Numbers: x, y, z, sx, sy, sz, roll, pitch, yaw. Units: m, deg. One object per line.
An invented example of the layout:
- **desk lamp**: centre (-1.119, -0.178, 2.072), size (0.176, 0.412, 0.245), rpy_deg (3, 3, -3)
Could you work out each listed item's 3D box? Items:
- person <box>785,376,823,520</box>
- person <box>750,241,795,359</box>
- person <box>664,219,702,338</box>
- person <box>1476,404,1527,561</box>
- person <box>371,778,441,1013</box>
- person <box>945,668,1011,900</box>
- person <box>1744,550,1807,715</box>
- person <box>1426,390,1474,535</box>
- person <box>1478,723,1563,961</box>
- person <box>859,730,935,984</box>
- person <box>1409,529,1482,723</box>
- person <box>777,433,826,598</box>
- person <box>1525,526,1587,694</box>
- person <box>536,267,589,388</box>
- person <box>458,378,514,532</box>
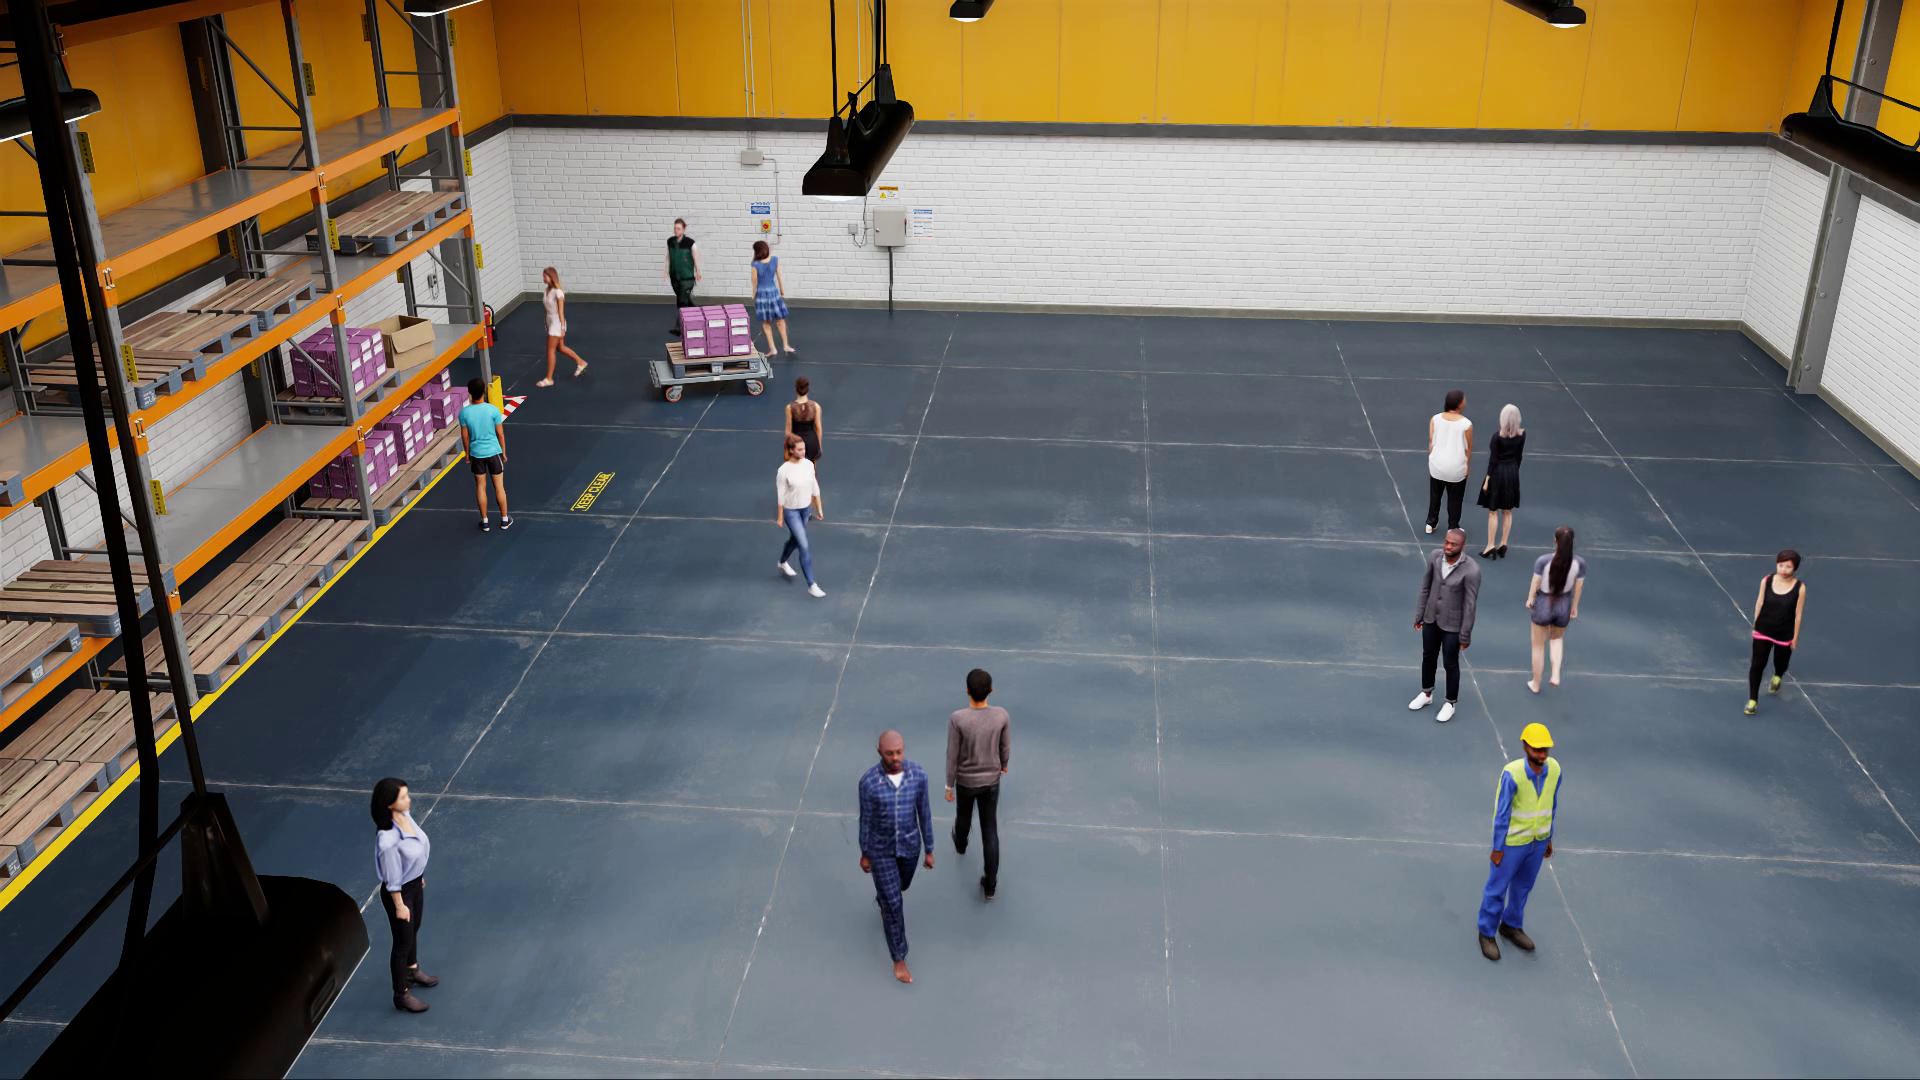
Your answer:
- **person**: centre (-1.778, -1.030, 18.967), size (0.763, 1.652, 0.980), rpy_deg (-5, 24, -11)
- **person**: centre (-2.801, -3.546, 24.557), size (0.851, 1.786, 0.891), rpy_deg (-12, 26, -25)
- **person**: centre (-4.261, -4.079, 25.778), size (0.895, 1.784, 1.253), rpy_deg (10, 25, 21)
- **person**: centre (5.841, -0.632, 17.941), size (0.687, 1.746, 0.695), rpy_deg (-8, 25, -17)
- **person**: centre (-3.730, 2.351, 11.120), size (0.722, 1.743, 0.526), rpy_deg (-1, 24, -1)
- **person**: centre (0.146, 1.842, 12.304), size (0.889, 1.728, 1.162), rpy_deg (-2, 24, -6)
- **person**: centre (7.351, 0.795, 14.945), size (0.845, 1.529, 1.025), rpy_deg (16, 28, 33)
- **person**: centre (5.456, -0.858, 18.529), size (0.764, 1.687, 0.805), rpy_deg (21, 31, 39)
- **person**: centre (3.938, 2.080, 11.652), size (0.746, 1.812, 0.713), rpy_deg (-8, 25, -17)
- **person**: centre (-0.489, 2.098, 11.646), size (1.012, 1.785, 1.251), rpy_deg (-9, 25, -20)
- **person**: centre (4.317, 0.721, 14.760), size (0.845, 1.814, 0.781), rpy_deg (-18, 29, -35)
- **person**: centre (-1.739, -0.291, 17.251), size (1.143, 1.674, 1.151), rpy_deg (-22, 32, -40)
- **person**: centre (5.396, 0.675, 15.085), size (0.609, 1.637, 0.595), rpy_deg (0, 24, 1)
- **person**: centre (-5.648, -3.037, 23.541), size (1.081, 1.666, 1.058), rpy_deg (-16, 28, -32)
- **person**: centre (-5.322, -0.961, 18.654), size (0.670, 1.776, 0.621), rpy_deg (-5, 24, -11)
